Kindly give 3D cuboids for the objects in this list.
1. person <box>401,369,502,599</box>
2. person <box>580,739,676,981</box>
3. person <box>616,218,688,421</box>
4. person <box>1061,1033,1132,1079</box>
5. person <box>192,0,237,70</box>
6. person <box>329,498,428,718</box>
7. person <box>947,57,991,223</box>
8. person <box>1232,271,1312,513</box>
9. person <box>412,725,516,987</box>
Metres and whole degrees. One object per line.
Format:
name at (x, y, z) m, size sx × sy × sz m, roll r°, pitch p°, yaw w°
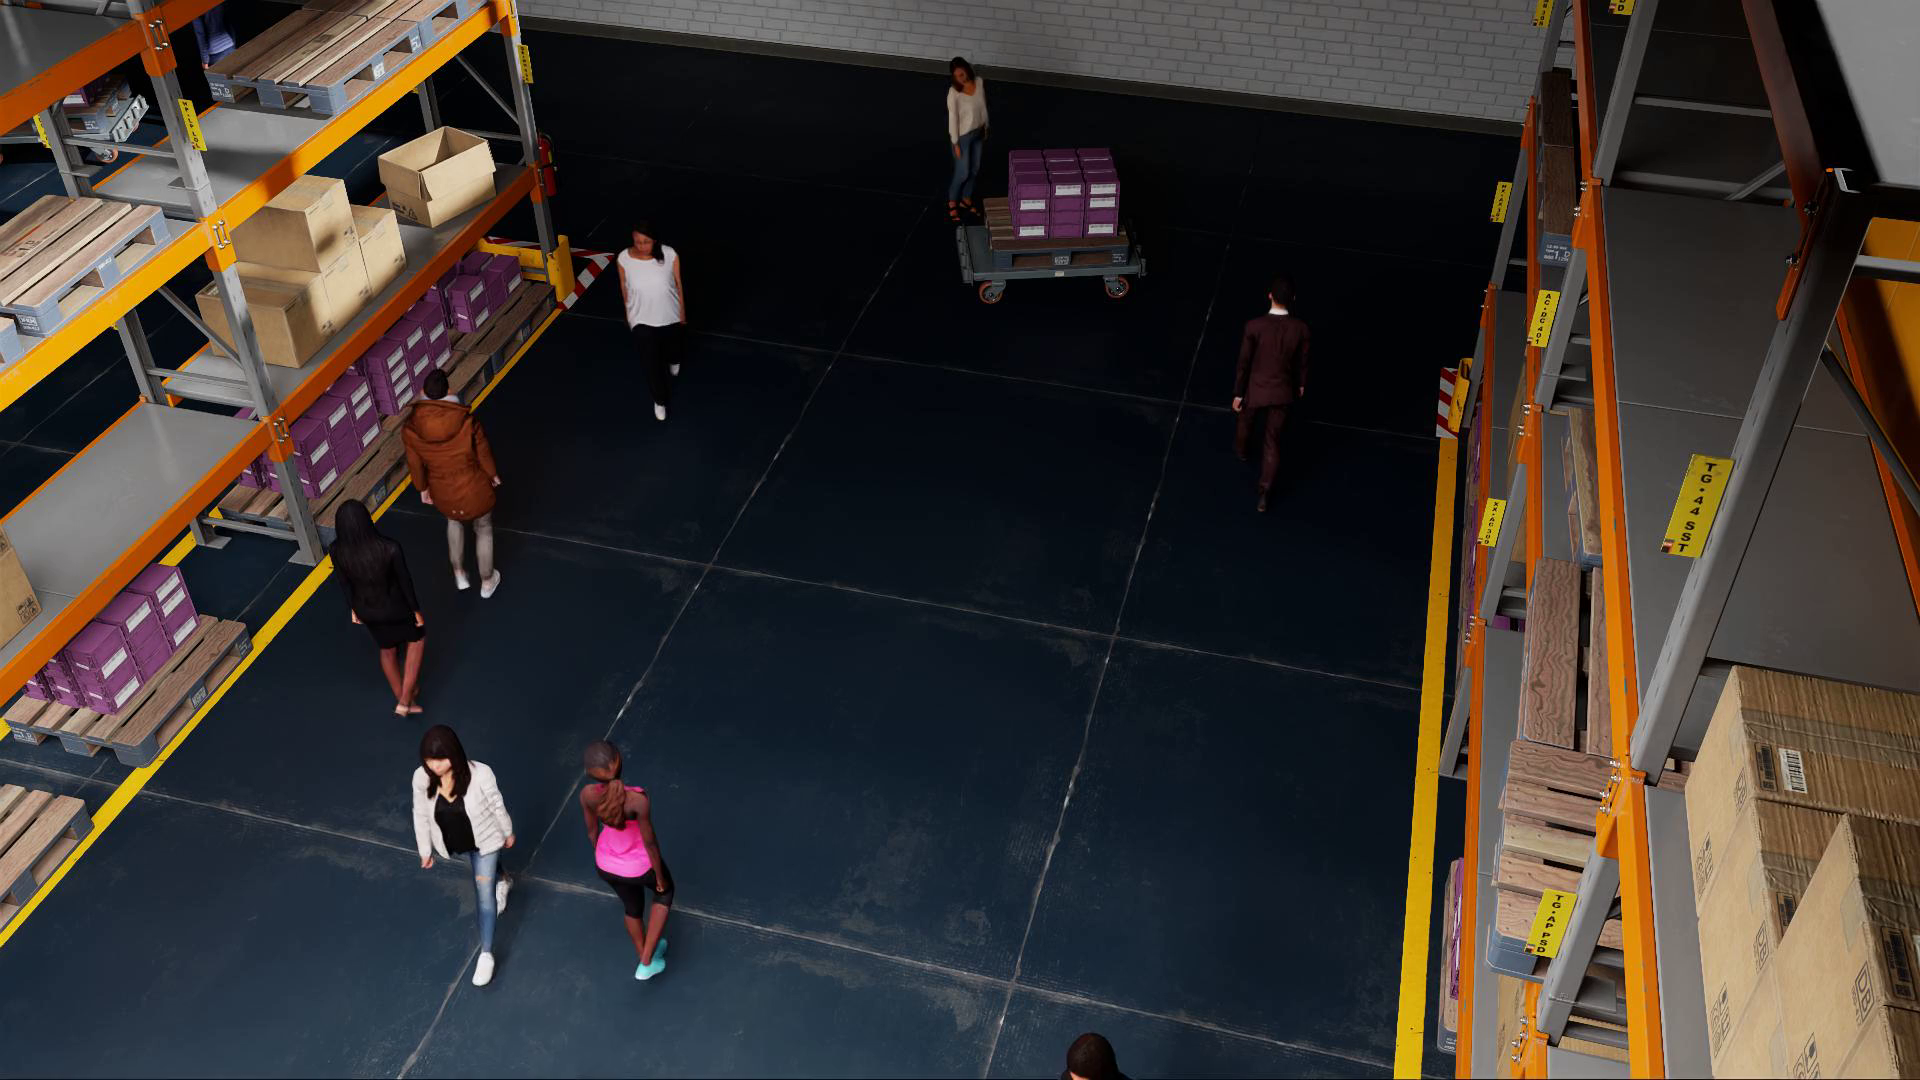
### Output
person at (-3.407, -0.315, 11.304) m, size 0.778 × 1.826 × 0.793 m, roll 0°, pitch 39°, yaw 0°
person at (-1.793, 1.783, 8.778) m, size 0.588 × 1.701 × 0.637 m, roll 12°, pitch 40°, yaw 15°
person at (-2.423, -1.831, 13.330) m, size 0.894 × 1.667 × 1.061 m, roll -6°, pitch 39°, yaw -7°
person at (0.687, 2.728, 7.666) m, size 0.585 × 1.611 × 0.965 m, roll 9°, pitch 40°, yaw 11°
person at (-7.755, -5.130, 17.399) m, size 0.738 × 1.745 × 0.531 m, roll 15°, pitch 41°, yaw 18°
person at (-3.615, 0.503, 10.376) m, size 0.705 × 1.707 × 0.755 m, roll 2°, pitch 39°, yaw 3°
person at (0.094, -3.855, 15.865) m, size 0.790 × 1.667 × 0.659 m, roll 19°, pitch 42°, yaw 22°
person at (2.277, -1.037, 12.213) m, size 0.857 × 1.820 × 1.215 m, roll 2°, pitch 39°, yaw 3°
person at (-2.677, 1.568, 9.134) m, size 0.799 × 1.593 × 1.115 m, roll 1°, pitch 39°, yaw 1°
